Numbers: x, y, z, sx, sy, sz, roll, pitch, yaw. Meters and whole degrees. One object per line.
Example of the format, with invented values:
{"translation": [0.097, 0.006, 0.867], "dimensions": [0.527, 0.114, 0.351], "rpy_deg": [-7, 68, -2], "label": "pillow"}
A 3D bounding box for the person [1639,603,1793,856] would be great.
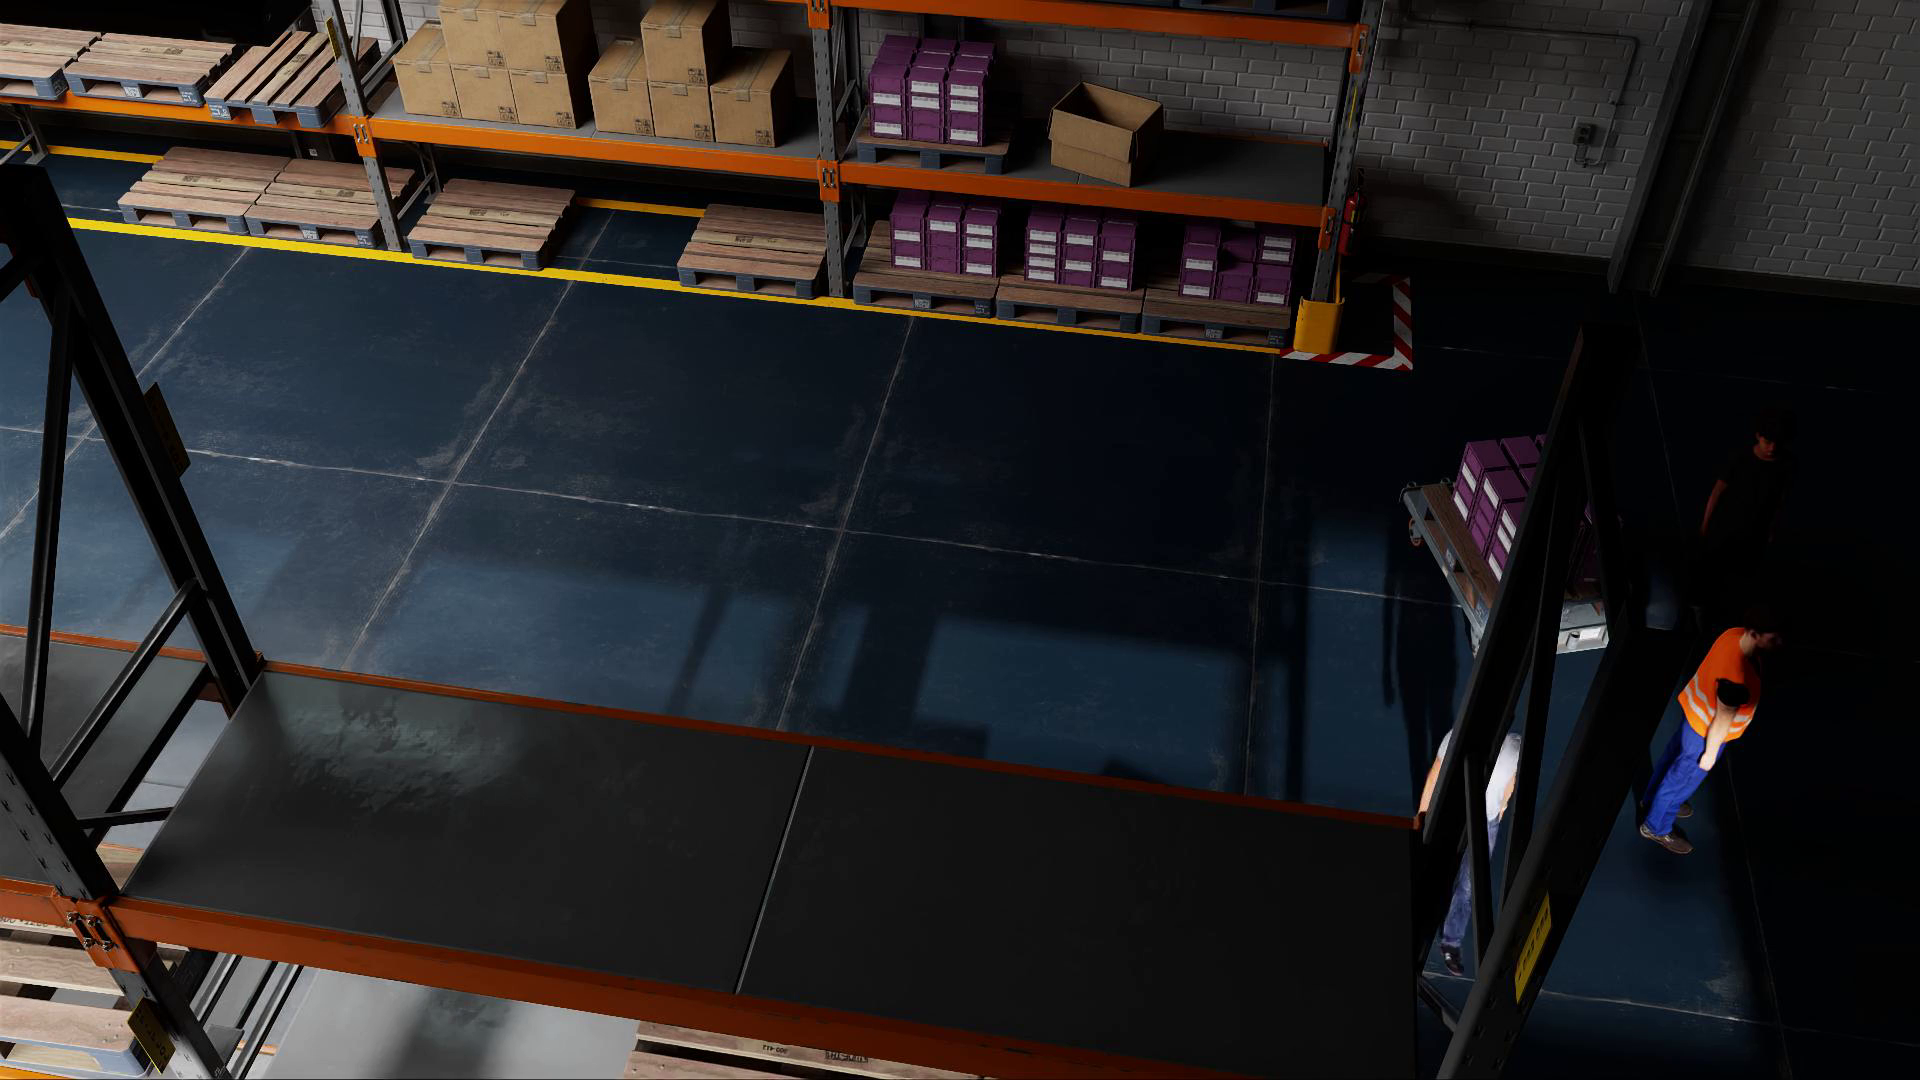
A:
{"translation": [4.290, 1.047, 9.539], "dimensions": [0.680, 1.881, 0.711], "rpy_deg": [14, 45, 15], "label": "person"}

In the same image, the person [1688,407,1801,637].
{"translation": [5.116, -0.182, 10.910], "dimensions": [0.737, 1.770, 0.701], "rpy_deg": [6, 44, 6], "label": "person"}

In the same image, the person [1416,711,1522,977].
{"translation": [2.779, 1.423, 9.183], "dimensions": [1.079, 1.829, 0.714], "rpy_deg": [7, 44, 8], "label": "person"}
